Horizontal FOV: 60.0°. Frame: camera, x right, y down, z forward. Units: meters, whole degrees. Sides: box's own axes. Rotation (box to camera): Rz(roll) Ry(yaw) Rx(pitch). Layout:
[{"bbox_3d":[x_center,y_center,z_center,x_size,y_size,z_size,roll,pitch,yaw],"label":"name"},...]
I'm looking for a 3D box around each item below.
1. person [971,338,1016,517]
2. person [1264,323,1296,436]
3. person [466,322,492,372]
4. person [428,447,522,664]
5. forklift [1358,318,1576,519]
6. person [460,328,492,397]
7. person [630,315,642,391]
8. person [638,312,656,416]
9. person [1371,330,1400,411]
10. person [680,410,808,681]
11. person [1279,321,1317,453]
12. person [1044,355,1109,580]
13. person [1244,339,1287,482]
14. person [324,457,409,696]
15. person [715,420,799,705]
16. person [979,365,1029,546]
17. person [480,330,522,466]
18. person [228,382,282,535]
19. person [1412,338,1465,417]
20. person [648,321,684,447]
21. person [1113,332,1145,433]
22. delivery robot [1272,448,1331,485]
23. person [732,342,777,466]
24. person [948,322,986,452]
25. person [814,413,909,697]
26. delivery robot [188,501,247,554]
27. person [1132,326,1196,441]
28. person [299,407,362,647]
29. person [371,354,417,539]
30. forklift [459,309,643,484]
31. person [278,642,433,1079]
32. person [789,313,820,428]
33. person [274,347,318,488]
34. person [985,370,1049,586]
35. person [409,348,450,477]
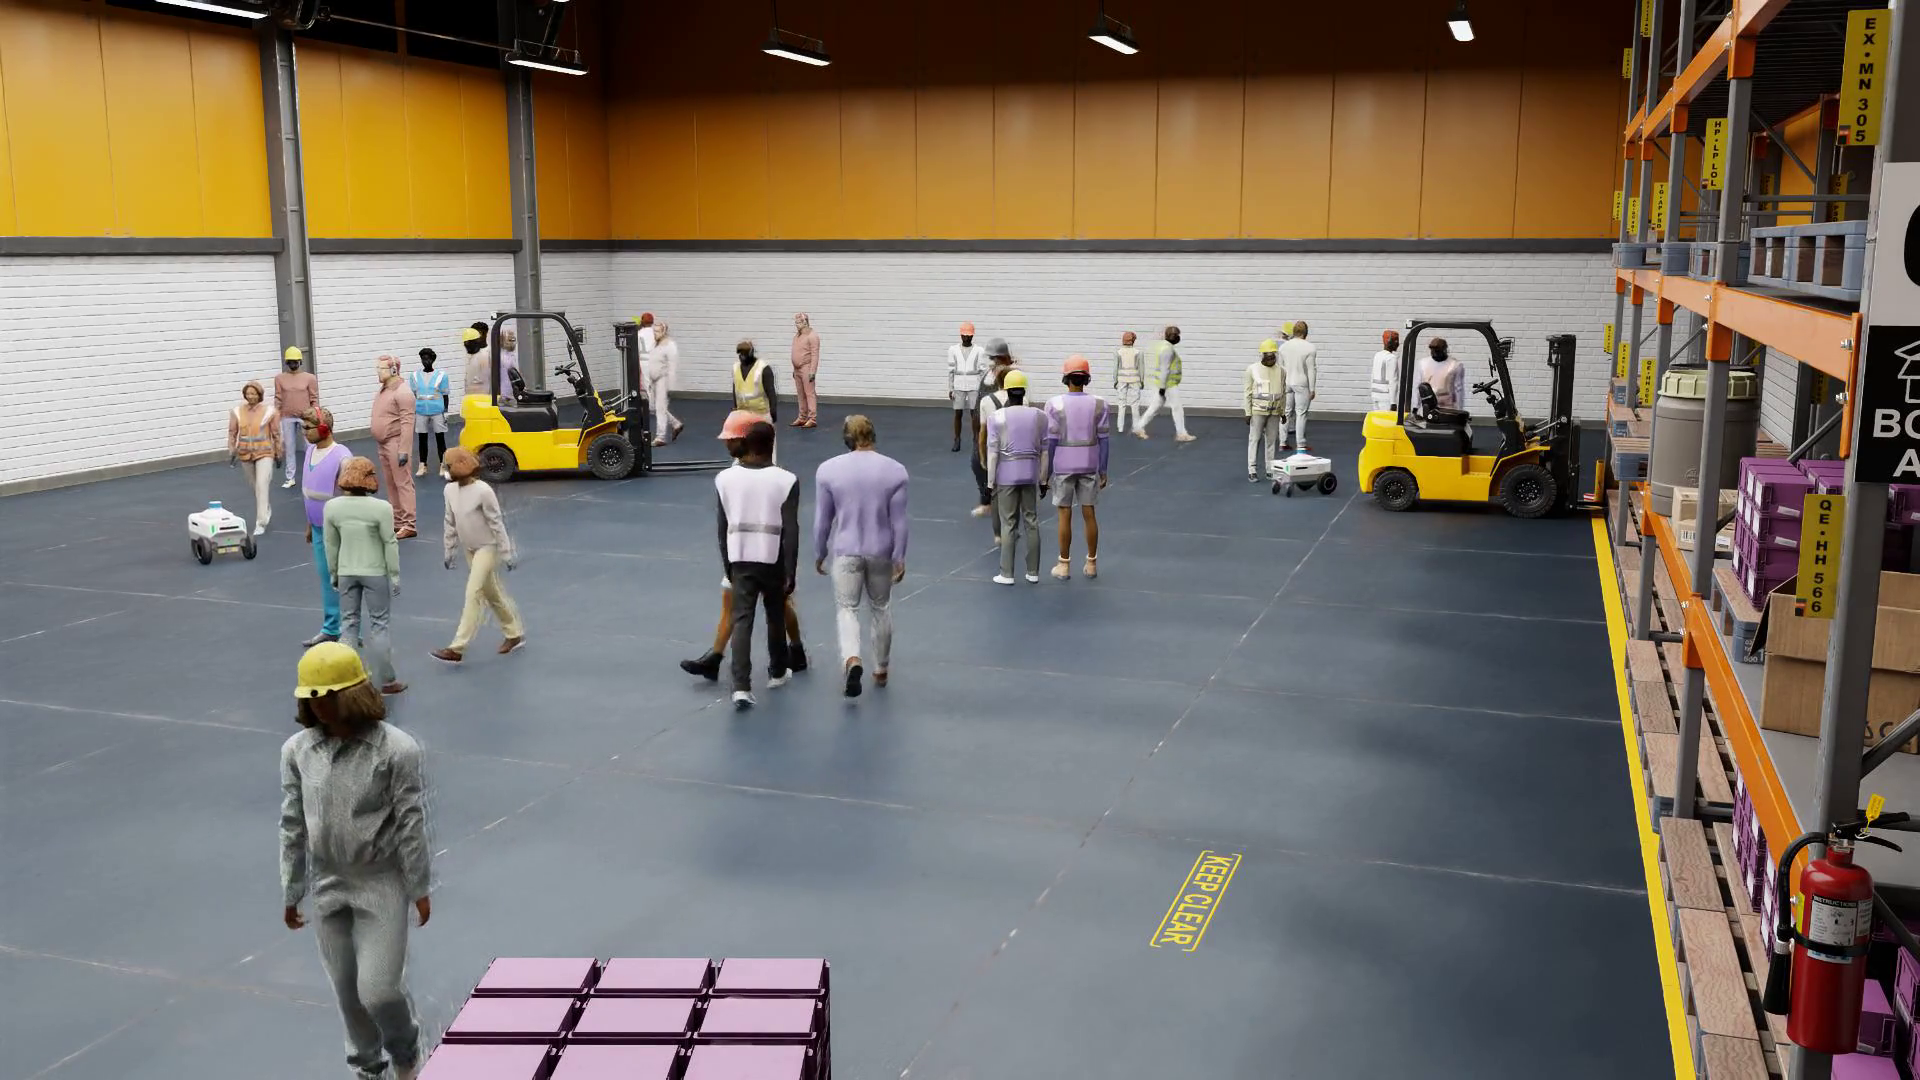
[{"bbox_3d":[0.376,-1.229,18.344,0.632,2.000,0.712,-6,12,-31],"label":"person"},{"bbox_3d":[5.129,-2.532,26.407,0.618,1.800,0.603,-6,12,-32],"label":"person"},{"bbox_3d":[-6.695,-2.091,23.403,0.608,1.965,0.365,3,11,18],"label":"person"},{"bbox_3d":[-3.539,0.106,12.103,0.548,1.570,0.868,8,13,37],"label":"person"},{"bbox_3d":[5.787,-1.437,19.079,2.313,2.155,1.214,3,11,19],"label":"forklift"},{"bbox_3d":[-6.615,-1.957,22.832,0.415,1.902,0.594,-7,12,-33],"label":"person"},{"bbox_3d":[-5.970,-3.387,31.383,0.570,1.719,0.772,3,10,15],"label":"person"},{"bbox_3d":[-5.476,-3.113,29.485,0.615,1.848,0.902,-5,11,-28],"label":"person"},{"bbox_3d":[5.779,-1.908,22.605,0.359,1.885,0.575,-2,10,-12],"label":"person"},{"bbox_3d":[-1.485,0.050,11.552,0.974,1.889,0.561,-7,12,-34],"label":"person"},{"bbox_3d":[4.937,-2.238,24.357,0.624,1.930,0.371,10,14,44],"label":"person"},{"bbox_3d":[1.043,-0.661,15.136,0.615,2.041,0.384,-2,10,-13],"label":"person"},{"bbox_3d":[3.928,-1.659,21.339,0.595,1.837,0.404,-3,10,-16],"label":"person"},{"bbox_3d":[-4.000,0.263,11.168,0.513,1.633,0.448,1,10,7],"label":"person"},{"bbox_3d":[-1.361,0.144,11.117,0.589,1.877,0.979,1,10,8],"label":"person"},{"bbox_3d":[0.464,-0.881,17.013,0.540,1.811,0.801,1,10,7],"label":"person"},{"bbox_3d":[-6.272,-1.938,22.788,0.773,1.880,0.643,-4,11,-23],"label":"person"},{"bbox_3d":[-7.483,-0.895,17.735,0.505,1.606,0.852,0,10,-1],"label":"person"},{"bbox_3d":[6.289,-1.739,21.855,0.701,1.829,0.438,9,13,40],"label":"person"},{"bbox_3d":[-4.492,-2.365,25.151,0.649,1.891,0.694,-7,12,-33],"label":"person"},{"bbox_3d":[2.726,-2.538,26.852,0.513,1.638,0.313,3,10,15],"label":"person"},{"bbox_3d":[4.161,-0.875,20.264,0.707,0.478,0.477,-5,11,-26],"label":"delivery robot"},{"bbox_3d":[-2.669,-1.678,21.618,0.735,1.782,0.978,4,11,24],"label":"person"},{"bbox_3d":[0.103,-2.232,24.348,0.558,1.924,0.428,1,10,7],"label":"person"},{"bbox_3d":[-0.649,0.110,11.184,0.647,1.906,0.763,-2,10,-9],"label":"person"},{"bbox_3d":[-7.180,-0.130,16.073,0.477,0.478,0.707,-9,14,-41],"label":"delivery robot"},{"bbox_3d":[3.159,-2.430,25.805,0.965,1.799,0.625,0,10,1],"label":"person"},{"bbox_3d":[-4.700,-0.083,12.458,0.563,1.838,0.388,8,13,40],"label":"person"},{"bbox_3d":[-5.879,-0.965,17.226,0.410,1.912,0.641,-9,14,-42],"label":"person"},{"bbox_3d":[-5.354,-1.902,21.697,2.313,2.155,1.214,-2,10,-13],"label":"forklift"},{"bbox_3d":[-2.055,1.181,5.648,0.504,1.727,0.395,2,10,9],"label":"person"},{"bbox_3d":[-2.606,-2.816,27.675,0.406,1.902,0.639,-7,13,-36],"label":"person"},{"bbox_3d":[-8.296,-1.532,20.813,0.525,1.772,0.304,-2,10,-10],"label":"person"},{"bbox_3d":[0.500,-0.553,14.862,0.593,1.922,0.381,-4,11,-19],"label":"person"},{"bbox_3d":[-6.942,-1.668,21.780,0.535,1.699,0.318,-1,10,-4],"label":"person"}]
